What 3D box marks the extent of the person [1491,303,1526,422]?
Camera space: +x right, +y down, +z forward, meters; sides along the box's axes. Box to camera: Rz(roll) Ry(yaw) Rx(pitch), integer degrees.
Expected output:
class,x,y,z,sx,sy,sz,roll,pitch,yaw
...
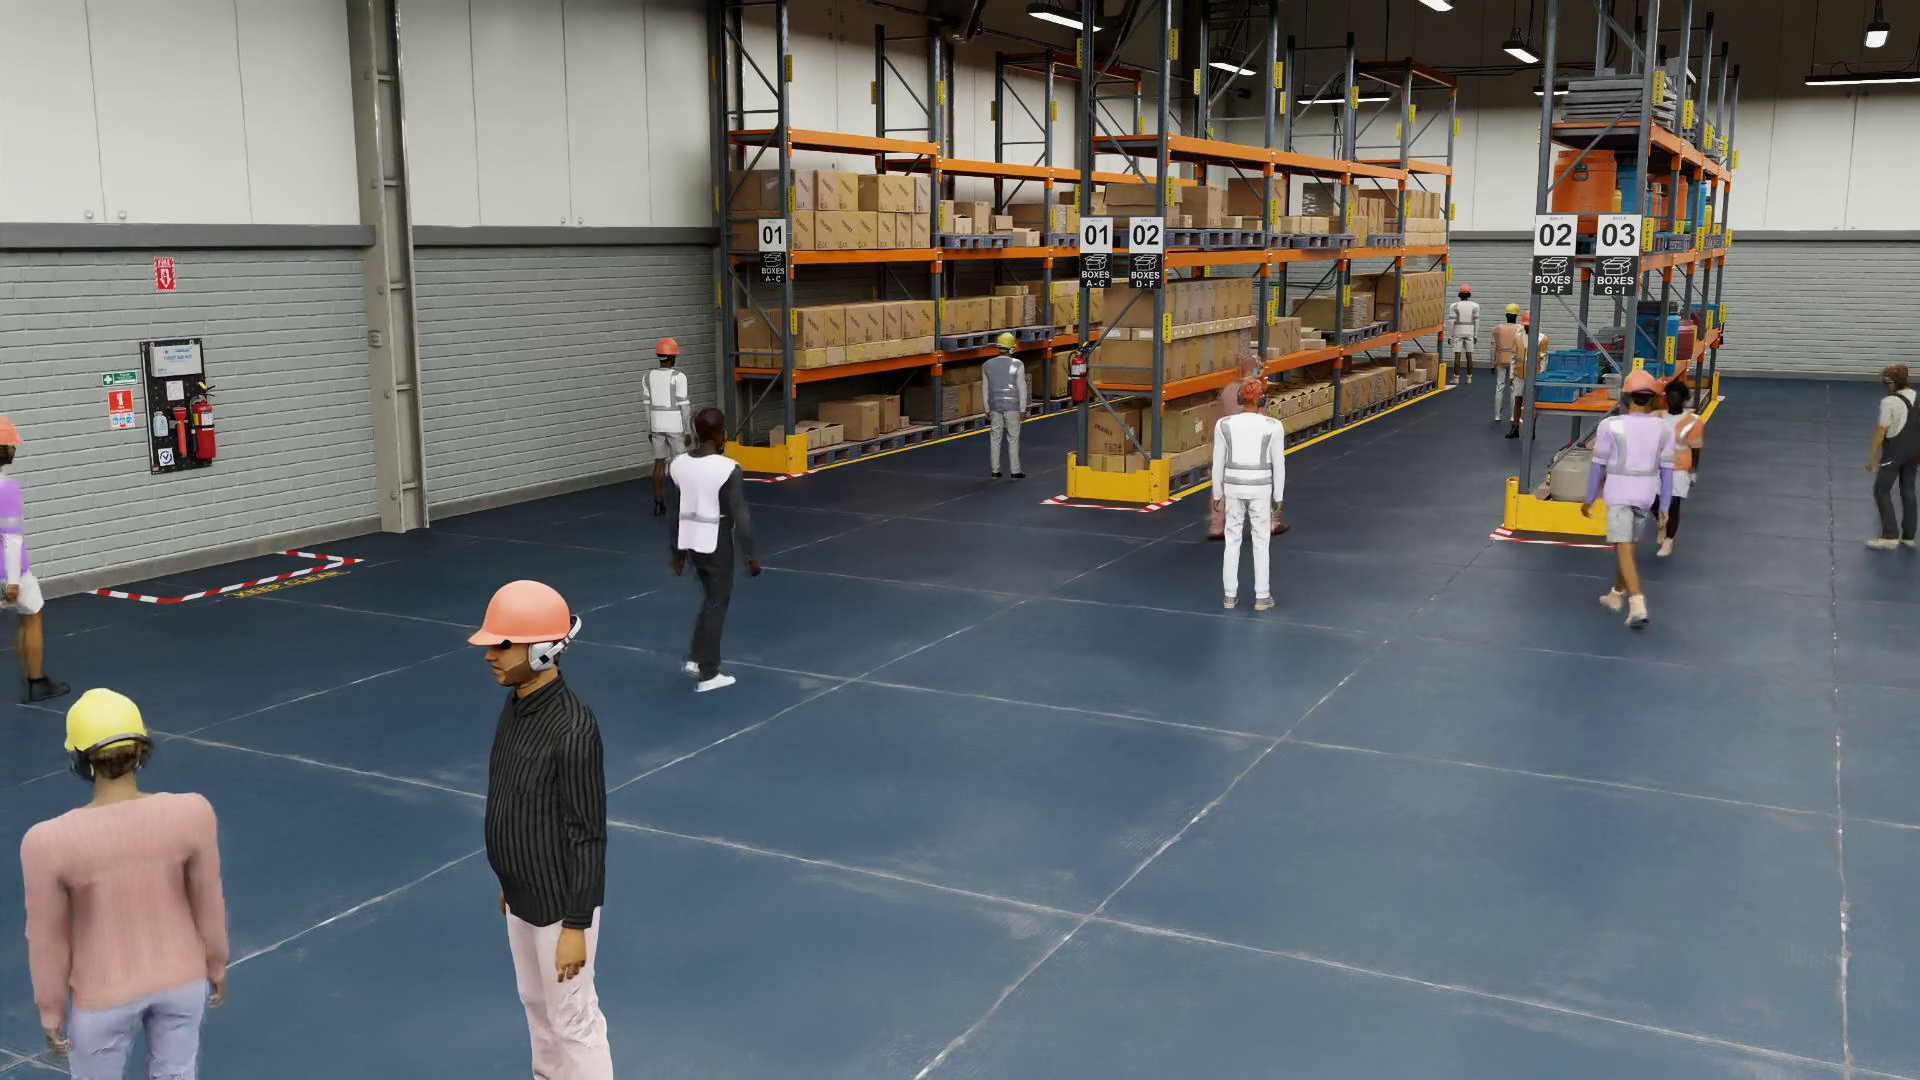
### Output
class,x,y,z,sx,sy,sz,roll,pitch,yaw
person,8.954,-2.885,27.127,0.586,1.928,0.369,6,12,31

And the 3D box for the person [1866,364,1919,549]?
class,x,y,z,sx,sy,sz,roll,pitch,yaw
person,9.119,-0.798,16.094,0.598,1.810,0.372,-3,11,-15

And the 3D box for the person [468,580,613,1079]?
class,x,y,z,sx,sy,sz,roll,pitch,yaw
person,-1.301,1.103,5.202,0.377,1.995,0.608,-7,13,-35

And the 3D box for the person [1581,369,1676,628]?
class,x,y,z,sx,sy,sz,roll,pitch,yaw
person,5.274,-0.332,13.037,0.612,2.001,1.037,-1,10,-5

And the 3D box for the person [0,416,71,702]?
class,x,y,z,sx,sy,sz,roll,pitch,yaw
person,-6.178,0.165,10.570,0.543,1.905,0.842,4,11,20

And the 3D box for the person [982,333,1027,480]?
class,x,y,z,sx,sy,sz,roll,pitch,yaw
person,0.572,-1.656,20.679,0.586,1.835,0.404,5,12,27

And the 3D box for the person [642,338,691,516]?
class,x,y,z,sx,sy,sz,roll,pitch,yaw
person,-3.148,-1.214,17.992,0.545,1.938,0.361,4,11,19

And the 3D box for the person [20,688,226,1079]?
class,x,y,z,sx,sy,sz,roll,pitch,yaw
person,-2.376,1.298,4.811,0.527,1.752,0.478,-8,13,-35

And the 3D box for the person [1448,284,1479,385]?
class,x,y,z,sx,sy,sz,roll,pitch,yaw
person,10.237,-4.178,33.858,0.605,2.045,0.381,0,10,2

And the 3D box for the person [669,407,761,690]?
class,x,y,z,sx,sy,sz,roll,pitch,yaw
person,-1.640,0.066,11.117,0.595,1.900,0.460,9,14,41

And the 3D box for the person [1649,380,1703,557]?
class,x,y,z,sx,sy,sz,roll,pitch,yaw
person,6.752,-0.683,15.774,0.539,1.680,0.422,9,14,41

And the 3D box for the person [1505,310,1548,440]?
class,x,y,z,sx,sy,sz,roll,pitch,yaw
person,8.442,-2.456,24.777,0.543,1.933,0.364,8,13,38

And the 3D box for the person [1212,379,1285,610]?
class,x,y,z,sx,sy,sz,roll,pitch,yaw
person,2.344,-0.369,13.529,0.584,1.882,0.337,3,11,18

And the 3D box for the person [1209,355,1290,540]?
class,x,y,z,sx,sy,sz,roll,pitch,yaw
person,2.889,-0.927,16.651,0.986,1.852,0.664,-7,13,-35
